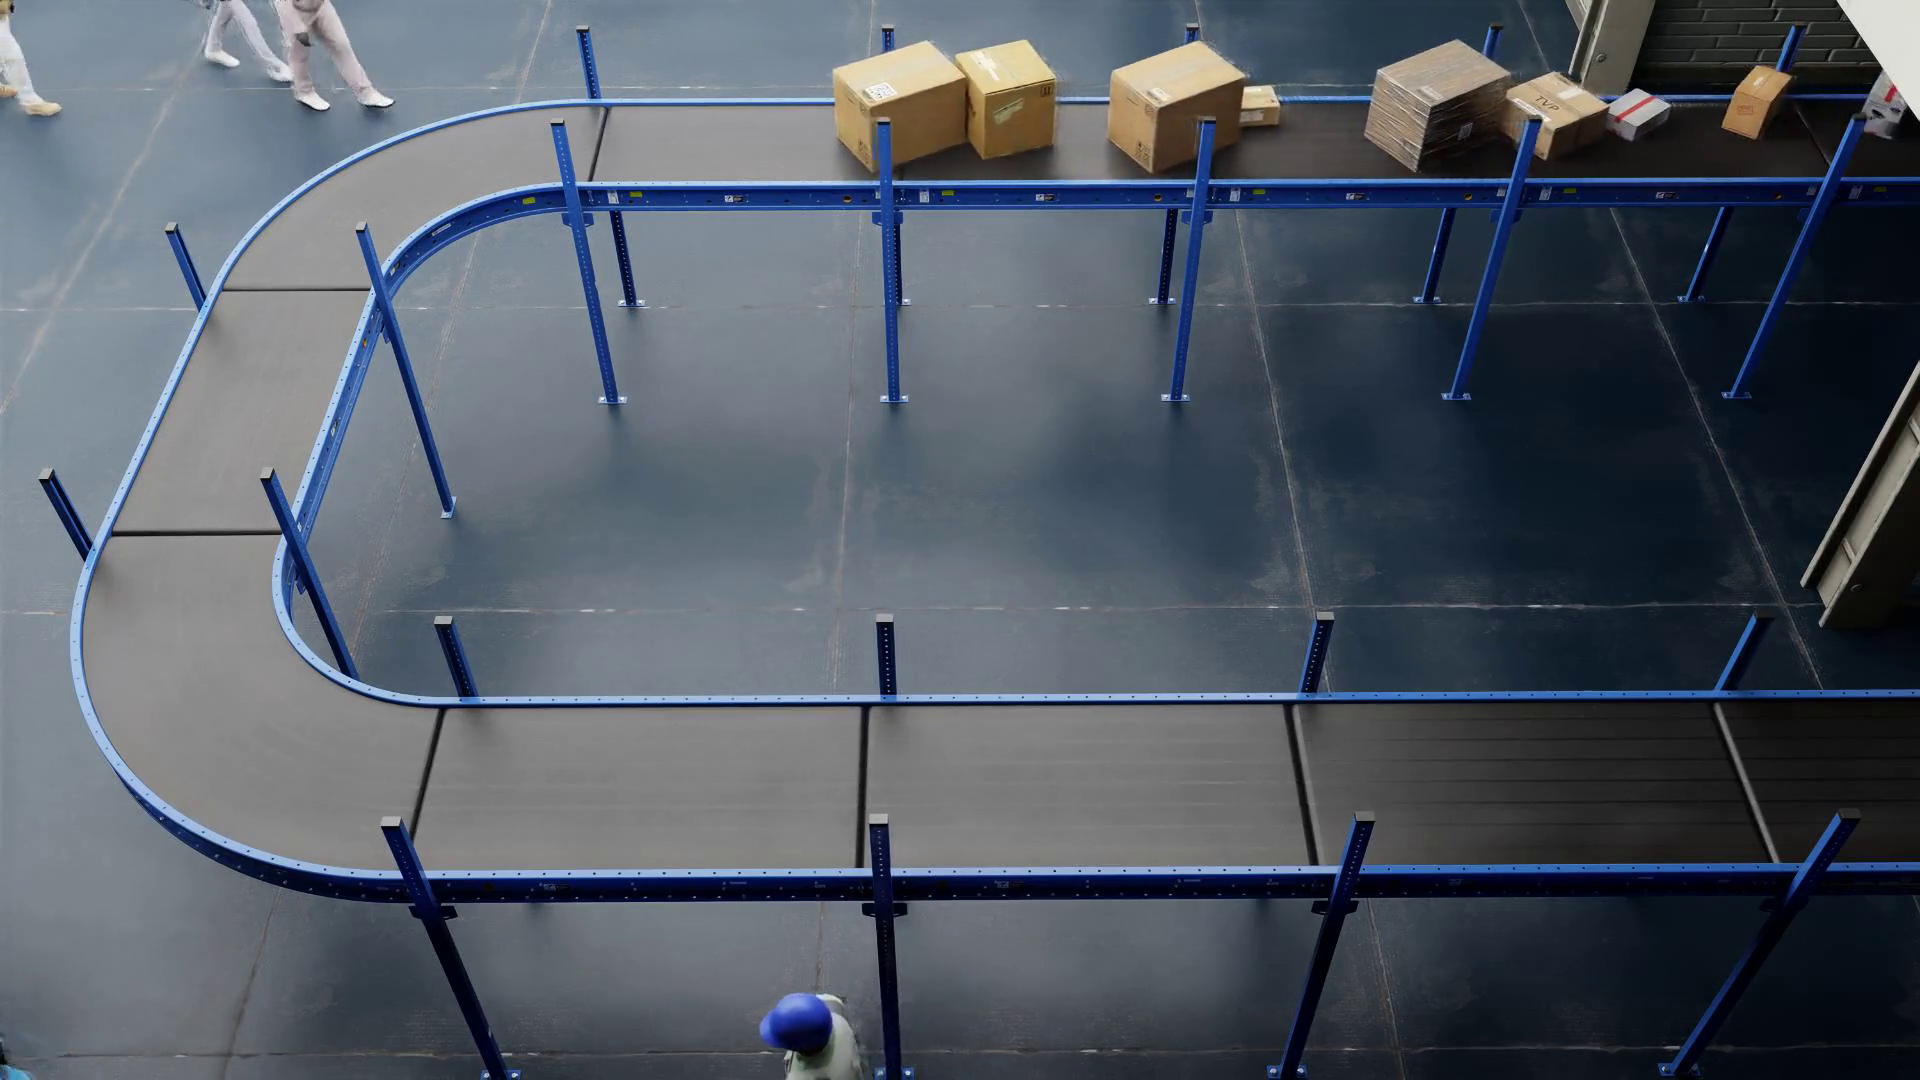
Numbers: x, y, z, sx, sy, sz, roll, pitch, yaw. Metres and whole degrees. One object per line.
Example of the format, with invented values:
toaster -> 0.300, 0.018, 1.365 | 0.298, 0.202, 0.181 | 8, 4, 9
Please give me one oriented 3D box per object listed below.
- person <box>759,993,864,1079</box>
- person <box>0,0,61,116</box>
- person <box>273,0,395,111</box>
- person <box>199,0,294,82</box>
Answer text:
person -> -0.692, 2.523, 7.620 | 1.002, 1.895, 0.646 | 2, 47, 2
person -> -8.066, -4.324, 14.095 | 0.706, 1.799, 0.643 | -4, 47, -4
person -> -5.261, -4.304, 14.017 | 0.948, 1.865, 0.641 | 19, 50, 17
person -> -6.216, -4.746, 14.467 | 0.995, 1.825, 0.536 | 9, 48, 8
